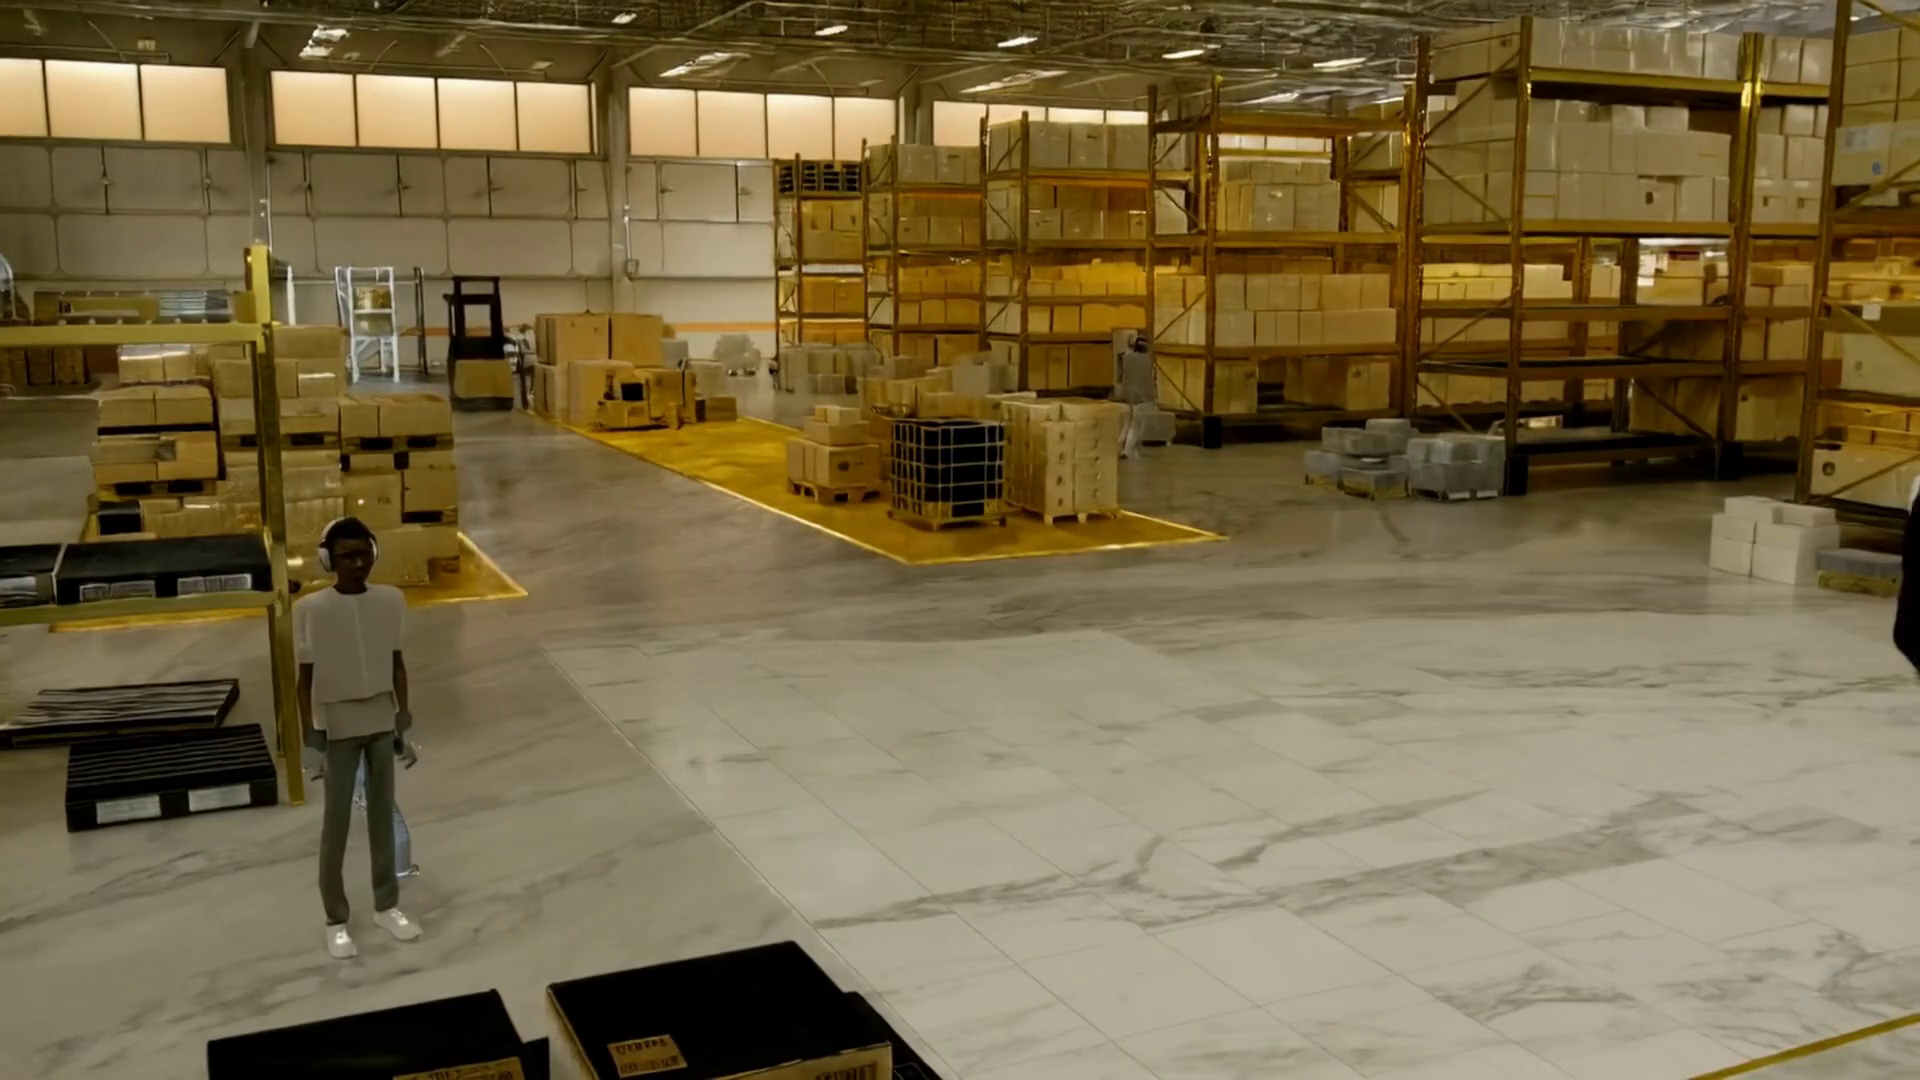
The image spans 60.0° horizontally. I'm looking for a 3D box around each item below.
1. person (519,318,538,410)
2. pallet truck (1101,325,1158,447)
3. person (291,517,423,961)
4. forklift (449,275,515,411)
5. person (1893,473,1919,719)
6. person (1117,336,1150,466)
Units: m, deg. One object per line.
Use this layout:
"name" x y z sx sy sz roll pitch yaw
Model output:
"person" -8.977 -3.697 34.940 0.364 1.935 0.553 7 12 39
"pallet truck" 2.881 -2.596 27.923 0.823 1.965 1.885 -1 9 -7
"person" -2.556 0.826 7.087 0.328 1.872 0.513 9 13 44
"forklift" -10.074 -4.146 34.812 1.129 2.768 1.873 -4 10 -25
"person" 6.105 0.230 10.257 0.539 2.000 0.708 -4 10 -25
"person" 2.565 -2.079 24.906 0.646 1.944 0.690 3 10 20
